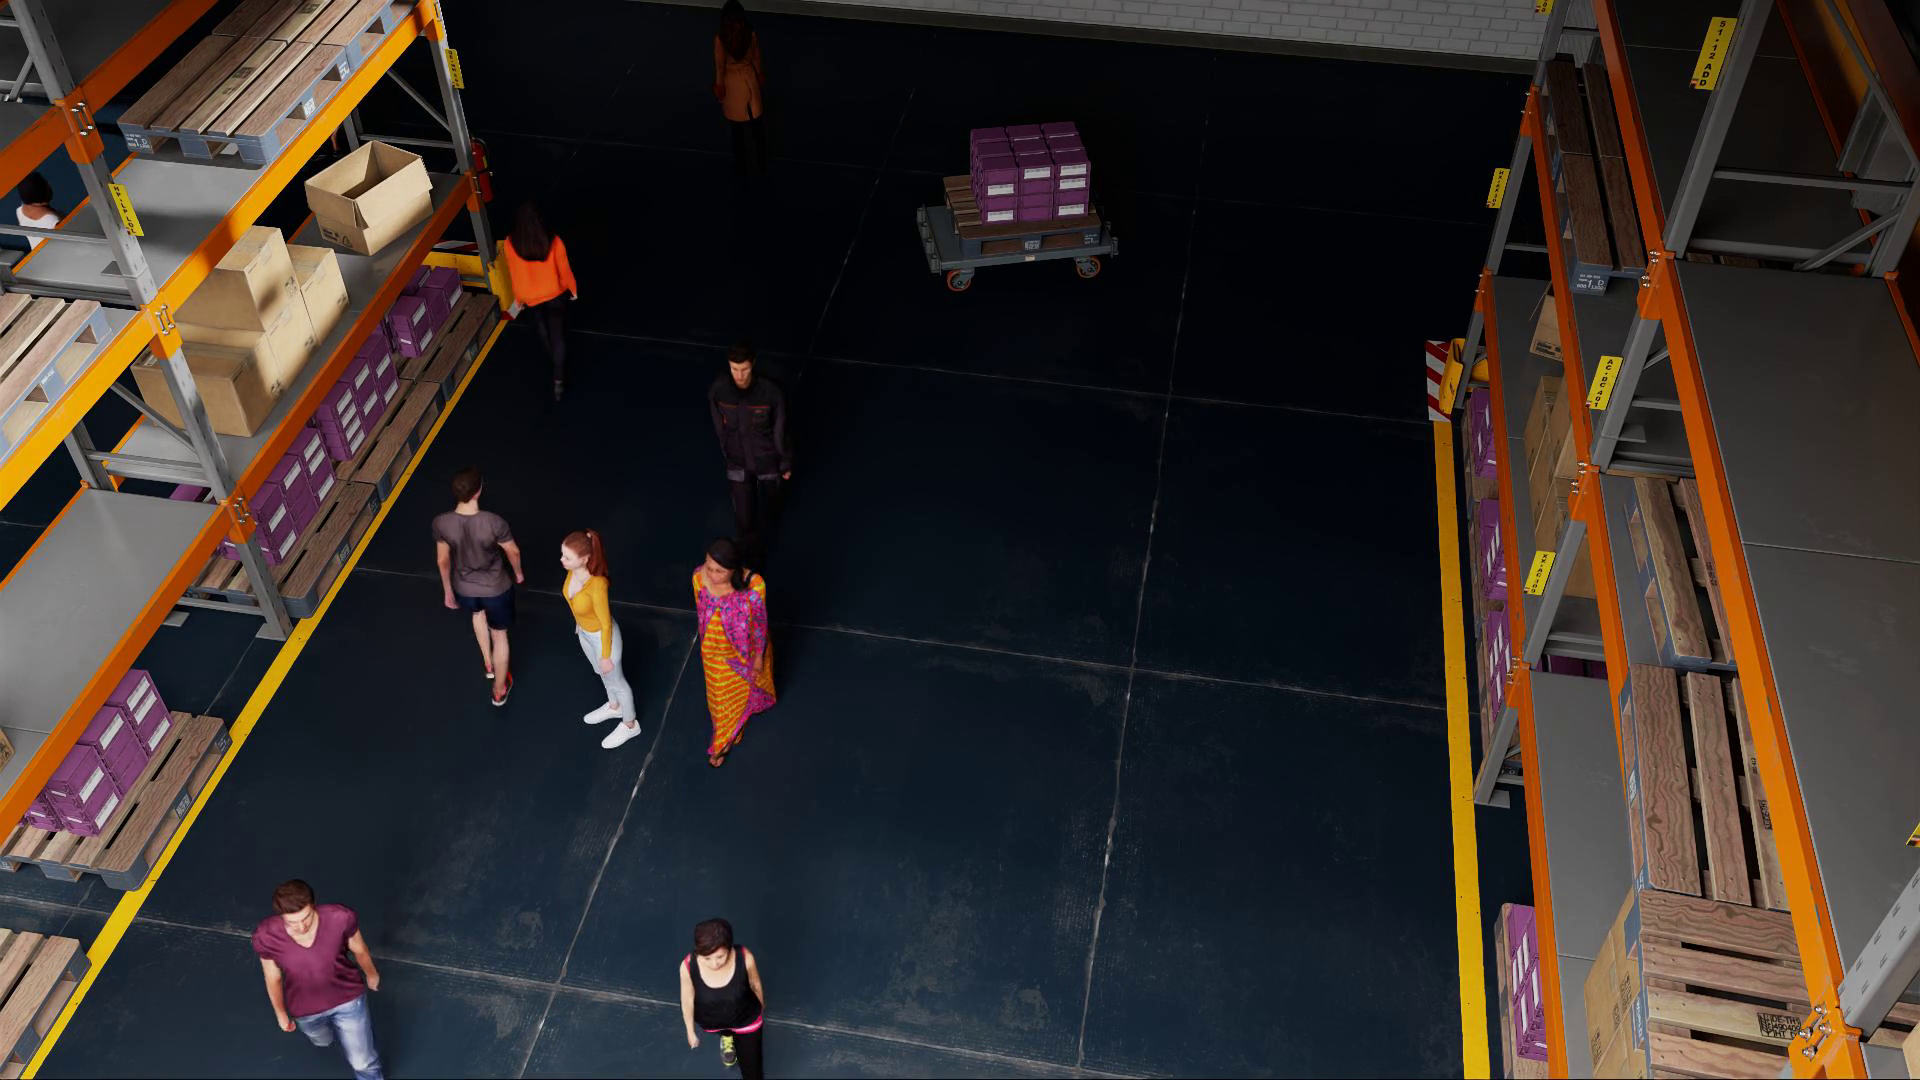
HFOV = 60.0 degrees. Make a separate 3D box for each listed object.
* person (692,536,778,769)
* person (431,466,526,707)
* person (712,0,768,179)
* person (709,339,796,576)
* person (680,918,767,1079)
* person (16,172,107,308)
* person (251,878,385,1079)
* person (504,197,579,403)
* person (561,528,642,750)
[{"bbox_3d":[-1.368,0.566,10.372,0.634,1.688,1.031,6,44,7],"label":"person"},{"bbox_3d":[-3.017,0.363,10.479,0.723,1.834,0.772,-1,44,-1],"label":"person"},{"bbox_3d":[-2.014,-4.151,15.301,0.780,1.719,0.804,-19,47,-19],"label":"person"},{"bbox_3d":[-1.402,-0.656,11.501,0.813,1.898,1.261,2,44,2],"label":"person"},{"bbox_3d":[-1.214,2.372,8.605,0.754,1.510,1.087,-4,44,-4],"label":"person"},{"bbox_3d":[-7.095,-2.182,13.257,0.732,1.687,0.712,20,47,20],"label":"person"},{"bbox_3d":[-3.240,2.247,8.510,0.963,1.822,1.181,-9,44,-10],"label":"person"},{"bbox_3d":[-3.229,-1.813,12.842,0.677,1.726,0.873,3,44,3],"label":"person"},{"bbox_3d":[-2.234,0.589,10.303,0.734,1.751,0.673,-25,49,-24],"label":"person"}]
